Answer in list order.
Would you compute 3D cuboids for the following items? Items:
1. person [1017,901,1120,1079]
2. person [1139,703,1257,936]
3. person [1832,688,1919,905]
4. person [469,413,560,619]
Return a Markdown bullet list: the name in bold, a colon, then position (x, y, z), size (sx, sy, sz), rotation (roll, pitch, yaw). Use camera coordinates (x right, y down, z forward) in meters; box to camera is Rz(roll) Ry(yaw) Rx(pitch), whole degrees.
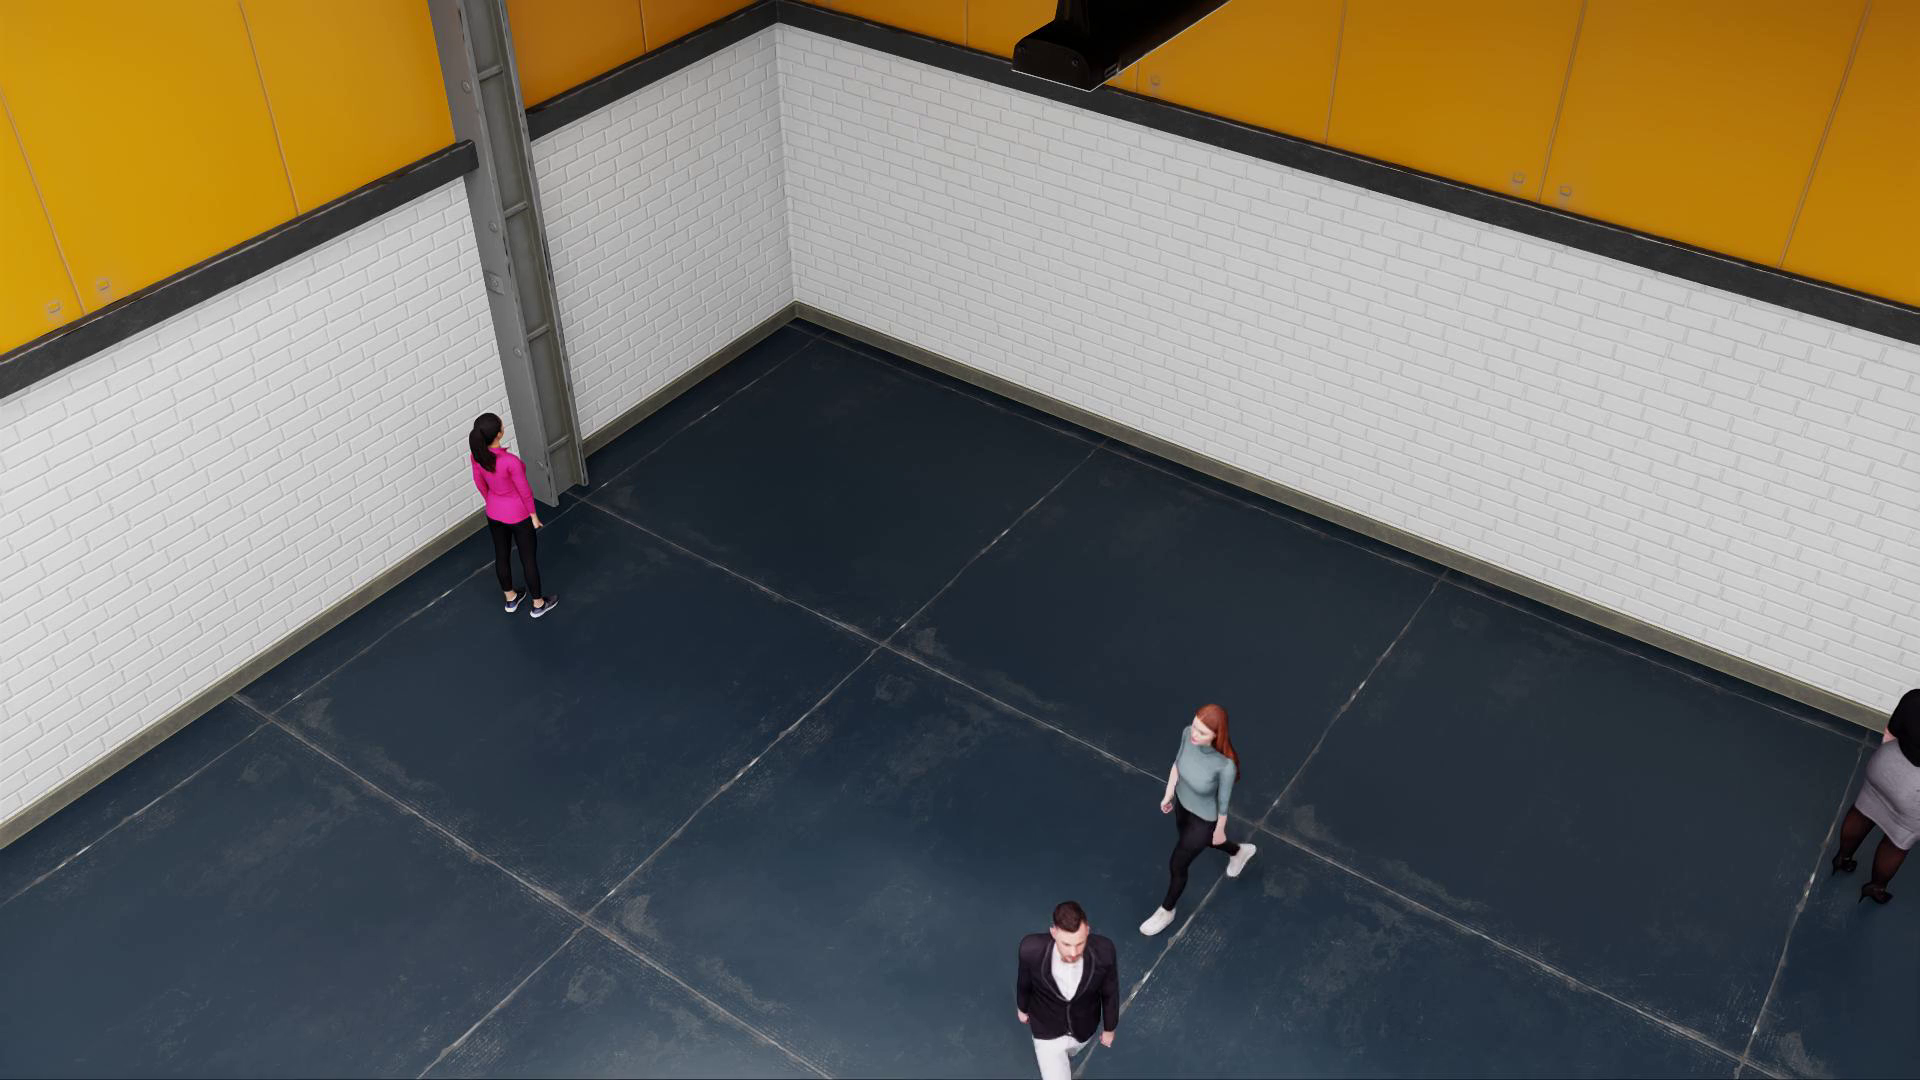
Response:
- **person**: position (0.524, 2.377, 8.460), size (1.148, 1.801, 1.293), rotation (-2, 39, -3)
- **person**: position (1.423, 1.546, 9.567), size (1.147, 1.717, 0.913), rotation (-18, 42, -21)
- **person**: position (5.510, 1.419, 9.693), size (0.819, 1.757, 0.776), rotation (-11, 40, -13)
- **person**: position (-3.191, -0.180, 11.742), size (0.637, 1.699, 0.645), rotation (13, 41, 16)
